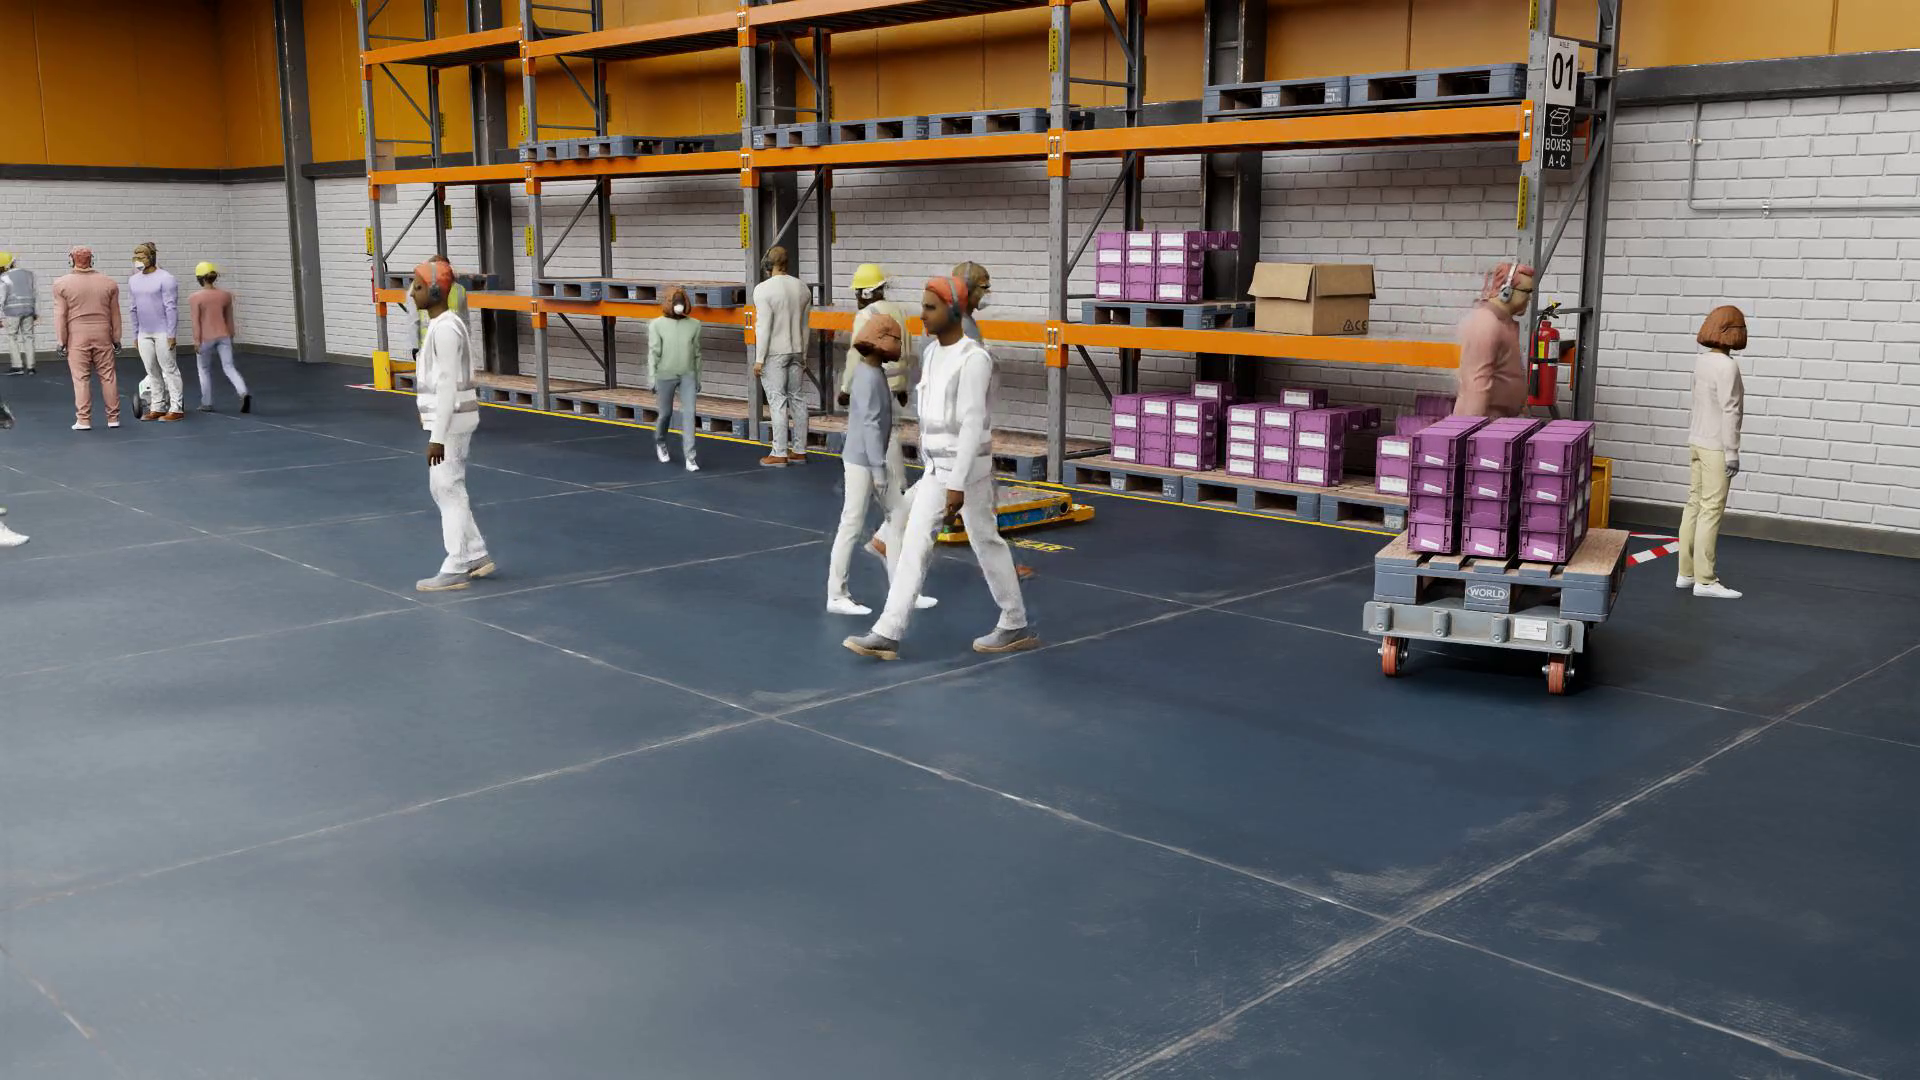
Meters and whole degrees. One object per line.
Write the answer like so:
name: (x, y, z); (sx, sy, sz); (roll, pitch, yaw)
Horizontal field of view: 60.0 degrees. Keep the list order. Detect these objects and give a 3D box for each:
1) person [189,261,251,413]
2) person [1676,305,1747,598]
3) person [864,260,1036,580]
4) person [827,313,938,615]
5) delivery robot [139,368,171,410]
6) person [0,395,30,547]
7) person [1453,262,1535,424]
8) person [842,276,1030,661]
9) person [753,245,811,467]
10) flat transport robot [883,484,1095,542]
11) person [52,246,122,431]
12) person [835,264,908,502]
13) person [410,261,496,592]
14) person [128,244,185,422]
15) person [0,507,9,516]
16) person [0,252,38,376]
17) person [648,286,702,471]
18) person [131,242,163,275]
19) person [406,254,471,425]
person: (-8.463, -2.303, 18.947); (0.822, 1.737, 0.531); (8, 13, 36)
person: (4.258, -0.499, 9.370); (0.286, 1.636, 0.498); (1, 10, 3)
person: (-0.093, -0.698, 9.791); (1.010, 1.893, 0.643); (1, 10, 6)
person: (-0.396, -0.393, 8.860); (0.705, 1.601, 0.558); (1, 10, 7)
delivery robot: (-8.988, -1.708, 18.655); (0.477, 0.478, 0.707); (-4, 11, -20)
person: (-6.600, -0.863, 10.893); (0.989, 1.818, 0.533); (1, 10, 8)
person: (3.112, -0.634, 9.482); (0.859, 1.860, 0.649); (3, 11, 13)
person: (-0.060, -0.326, 7.896); (0.977, 1.830, 0.600); (-5, 12, -27)
person: (-1.560, -1.606, 14.585); (0.351, 1.936, 0.634); (8, 13, 39)
flat transport robot: (0.217, -0.201, 11.467); (1.431, 0.197, 0.652); (-10, 14, -44)
person: (-9.089, -2.096, 17.340); (0.409, 1.906, 0.652); (10, 14, 44)
person: (-0.722, -1.179, 12.615); (0.802, 1.796, 0.585); (4, 11, 21)
person: (-2.936, -0.640, 9.492); (0.373, 1.883, 0.595); (-4, 11, -19)
person: (-8.732, -2.238, 18.072); (0.623, 1.932, 0.370); (4, 11, 19)
person: (-7.235, -0.981, 11.870); (0.446, 1.679, 0.581); (8, 13, 38)
person: (-13.658, -3.265, 24.102); (0.422, 1.785, 0.643); (5, 12, 27)
person: (-2.499, -1.431, 14.551); (0.504, 1.592, 0.851); (-5, 11, -24)
person: (-13.157, -3.893, 27.136); (0.636, 1.911, 0.406); (6, 12, 28)
person: (-5.297, -1.992, 16.975); (0.645, 1.832, 0.505); (-7, 13, -35)
